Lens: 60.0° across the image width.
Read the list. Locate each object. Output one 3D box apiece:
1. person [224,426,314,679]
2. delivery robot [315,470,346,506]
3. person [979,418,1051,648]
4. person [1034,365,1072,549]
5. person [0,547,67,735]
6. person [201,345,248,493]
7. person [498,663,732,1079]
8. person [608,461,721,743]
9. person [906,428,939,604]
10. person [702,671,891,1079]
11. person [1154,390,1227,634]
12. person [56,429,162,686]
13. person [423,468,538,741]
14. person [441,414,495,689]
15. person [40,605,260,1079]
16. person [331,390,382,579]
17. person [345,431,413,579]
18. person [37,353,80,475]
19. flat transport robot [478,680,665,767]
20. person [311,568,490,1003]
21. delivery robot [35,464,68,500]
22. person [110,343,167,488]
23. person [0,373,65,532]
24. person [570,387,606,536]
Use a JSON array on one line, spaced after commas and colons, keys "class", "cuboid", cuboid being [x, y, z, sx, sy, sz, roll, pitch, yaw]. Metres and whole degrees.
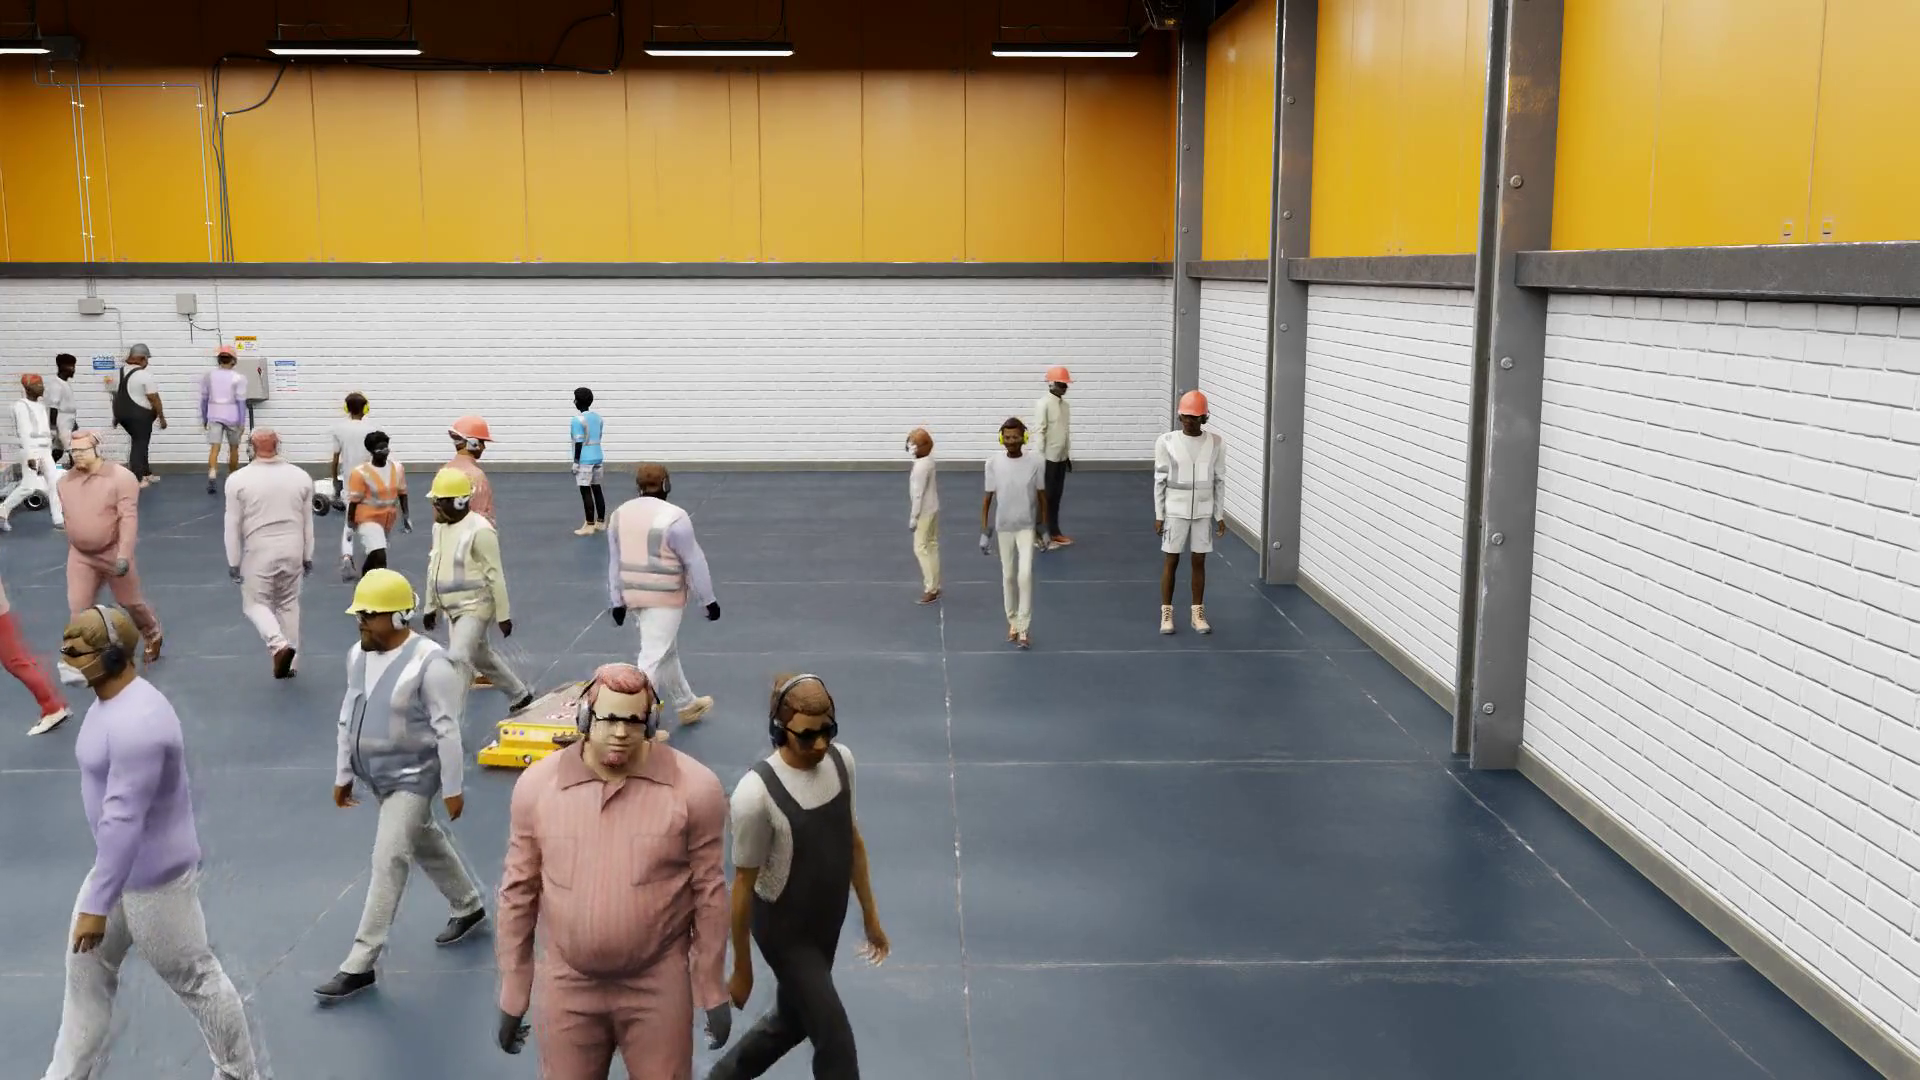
[{"class": "person", "cuboid": [-5.018, 0.118, 12.186, 0.656, 1.892, 0.598, -9, 13, -43]}, {"class": "delivery robot", "cuboid": [-7.587, -0.629, 20.538, 0.707, 0.478, 0.477, 3, 10, 15]}, {"class": "person", "cuboid": [0.433, -0.053, 13.342, 0.565, 1.841, 0.819, 1, 9, 7]}, {"class": "person", "cuboid": [1.030, -0.912, 18.156, 0.400, 1.991, 0.621, 6, 11, 32]}, {"class": "person", "cuboid": [-6.228, 0.455, 10.601, 0.523, 1.726, 0.898, 6, 11, 30]}, {"class": "person", "cuboid": [-10.076, -1.647, 22.701, 0.685, 2.000, 0.958, -1, 9, -5]}, {"class": "person", "cuboid": [-1.038, 1.299, 4.948, 0.692, 1.895, 0.403, 0, 9, -1]}, {"class": "person", "cuboid": [-1.876, 0.388, 10.786, 0.646, 1.789, 0.944, 7, 12, 38]}, {"class": "person", "cuboid": [-0.331, -0.241, 15.230, 0.279, 1.612, 0.639, 1, 9, 8]}, {"class": "person", "cuboid": [-0.566, 1.270, 5.416, 0.928, 1.794, 0.542, 5, 11, 30]}, {"class": "person", "cuboid": [1.914, -0.226, 13.821, 0.605, 2.038, 0.394, -1, 9, -4]}, {"class": "person", "cuboid": [-6.407, 0.083, 12.475, 0.628, 1.868, 0.960, 0, 9, -1]}, {"class": "person", "cuboid": [-3.120, 0.405, 10.738, 0.903, 1.795, 0.609, -9, 13, -44]}, {"class": "person", "cuboid": [-3.538, 0.082, 12.083, 0.387, 1.989, 0.608, -9, 13, -44]}, {"class": "person", "cuboid": [-2.921, 1.171, 5.686, 0.986, 1.896, 0.650, -7, 12, -38]}, {"class": "person", "cuboid": [-5.960, -0.555, 16.450, 0.521, 1.847, 0.841, -1, 9, -7]}, {"class": "person", "cuboid": [-5.194, -0.167, 14.716, 0.813, 1.633, 0.558, 5, 10, 28]}, {"class": "person", "cuboid": [-12.103, -1.539, 22.280, 0.875, 1.920, 0.605, -4, 10, -23]}, {"class": "flat transport robot", "cuboid": [-2.465, 1.166, 10.684, 0.652, 0.197, 1.431, 2, 9, 11]}, {"class": "person", "cuboid": [-2.420, 0.992, 7.159, 0.602, 1.784, 0.954, 7, 11, 35]}, {"class": "delivery robot", "cuboid": [-11.420, -0.717, 21.080, 0.707, 0.478, 0.477, -3, 10, -16]}, {"class": "person", "cuboid": [-11.371, -1.751, 23.160, 0.721, 2.000, 0.817, 4, 10, 24]}, {"class": "person", "cuboid": [-10.686, -0.992, 19.094, 0.859, 1.854, 0.573, 0, 9, 1]}, {"class": "person", "cuboid": [-4.252, -0.894, 18.956, 0.317, 1.695, 0.540, 3, 10, 19]}]
